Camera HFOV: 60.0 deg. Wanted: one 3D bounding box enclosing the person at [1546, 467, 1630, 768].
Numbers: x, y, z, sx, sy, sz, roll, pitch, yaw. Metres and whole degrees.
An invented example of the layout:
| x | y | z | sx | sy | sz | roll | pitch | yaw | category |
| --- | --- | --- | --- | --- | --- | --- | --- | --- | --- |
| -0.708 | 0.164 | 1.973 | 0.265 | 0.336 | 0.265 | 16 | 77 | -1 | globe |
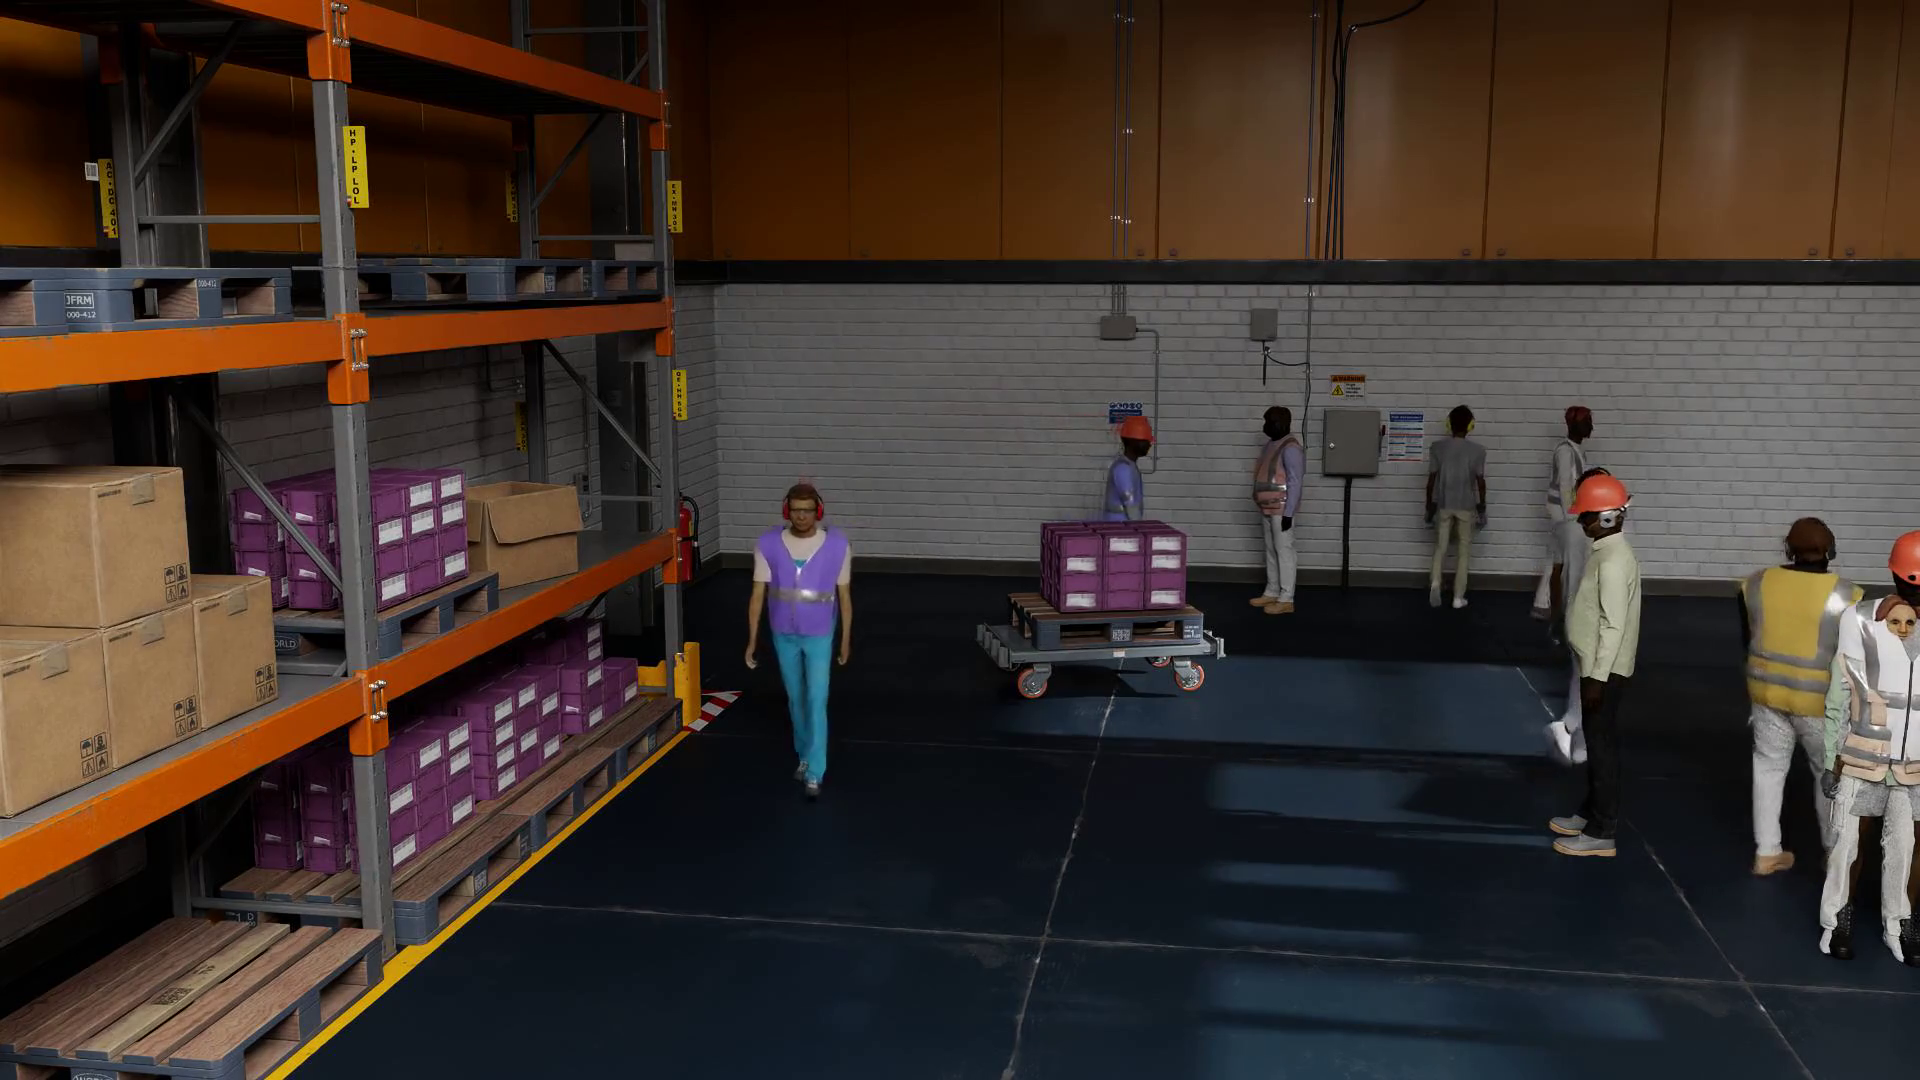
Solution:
| x | y | z | sx | sy | sz | roll | pitch | yaw | category |
| --- | --- | --- | --- | --- | --- | --- | --- | --- | --- |
| 3.792 | 0.486 | 10.077 | 0.616 | 1.855 | 0.534 | -7 | 11 | -35 | person |

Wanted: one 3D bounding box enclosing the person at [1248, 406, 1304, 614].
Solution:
| x | y | z | sx | sy | sz | roll | pitch | yaw | category |
| --- | --- | --- | --- | --- | --- | --- | --- | --- | --- |
| 2.814 | -0.270 | 14.775 | 0.430 | 1.844 | 0.624 | -1 | 9 | -9 | person |

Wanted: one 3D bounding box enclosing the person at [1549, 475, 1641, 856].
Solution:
| x | y | z | sx | sy | sz | roll | pitch | yaw | category |
| --- | --- | --- | --- | --- | --- | --- | --- | --- | --- |
| 3.318 | 0.647 | 8.663 | 0.385 | 1.990 | 0.608 | 3 | 10 | 18 | person |

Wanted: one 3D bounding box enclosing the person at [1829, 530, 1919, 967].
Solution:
| x | y | z | sx | sy | sz | roll | pitch | yaw | category |
| --- | --- | --- | --- | --- | --- | --- | --- | --- | --- |
| 4.100 | 0.904 | 7.266 | 0.542 | 1.930 | 0.366 | 3 | 10 | 18 | person |

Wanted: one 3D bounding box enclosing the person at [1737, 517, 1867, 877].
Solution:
| x | y | z | sx | sy | sz | roll | pitch | yaw | category |
| --- | --- | --- | --- | --- | --- | --- | --- | --- | --- |
| 4.212 | 0.786 | 8.305 | 0.555 | 1.823 | 0.636 | -9 | 13 | -44 | person |

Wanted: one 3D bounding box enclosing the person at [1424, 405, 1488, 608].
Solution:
| x | y | z | sx | sy | sz | roll | pitch | yaw | category |
| --- | --- | --- | --- | --- | --- | --- | --- | --- | --- |
| 4.413 | -0.279 | 14.814 | 0.536 | 1.849 | 0.634 | 6 | 11 | 32 | person |

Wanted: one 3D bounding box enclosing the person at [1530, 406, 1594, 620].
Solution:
| x | y | z | sx | sy | sz | roll | pitch | yaw | category |
| --- | --- | --- | --- | --- | --- | --- | --- | --- | --- |
| 5.286 | -0.220 | 14.434 | 0.586 | 1.879 | 0.606 | 6 | 11 | 31 | person |

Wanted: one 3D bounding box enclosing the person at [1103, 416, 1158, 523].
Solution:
| x | y | z | sx | sy | sz | roll | pitch | yaw | category |
| --- | --- | --- | --- | --- | --- | --- | --- | --- | --- |
| 1.357 | -0.048 | 13.300 | 0.975 | 1.880 | 0.538 | 3 | 10 | 18 | person |

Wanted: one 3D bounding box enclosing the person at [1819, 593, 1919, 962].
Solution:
| x | y | z | sx | sy | sz | roll | pitch | yaw | category |
| --- | --- | --- | --- | --- | --- | --- | --- | --- | --- |
| 4.064 | 1.036 | 7.327 | 0.514 | 1.645 | 0.309 | 3 | 10 | 17 | person |

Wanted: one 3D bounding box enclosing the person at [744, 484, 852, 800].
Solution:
| x | y | z | sx | sy | sz | roll | pitch | yaw | category |
| --- | --- | --- | --- | --- | --- | --- | --- | --- | --- |
| -0.935 | 0.584 | 9.605 | 0.599 | 1.799 | 0.922 | 1 | 9 | 5 | person |
